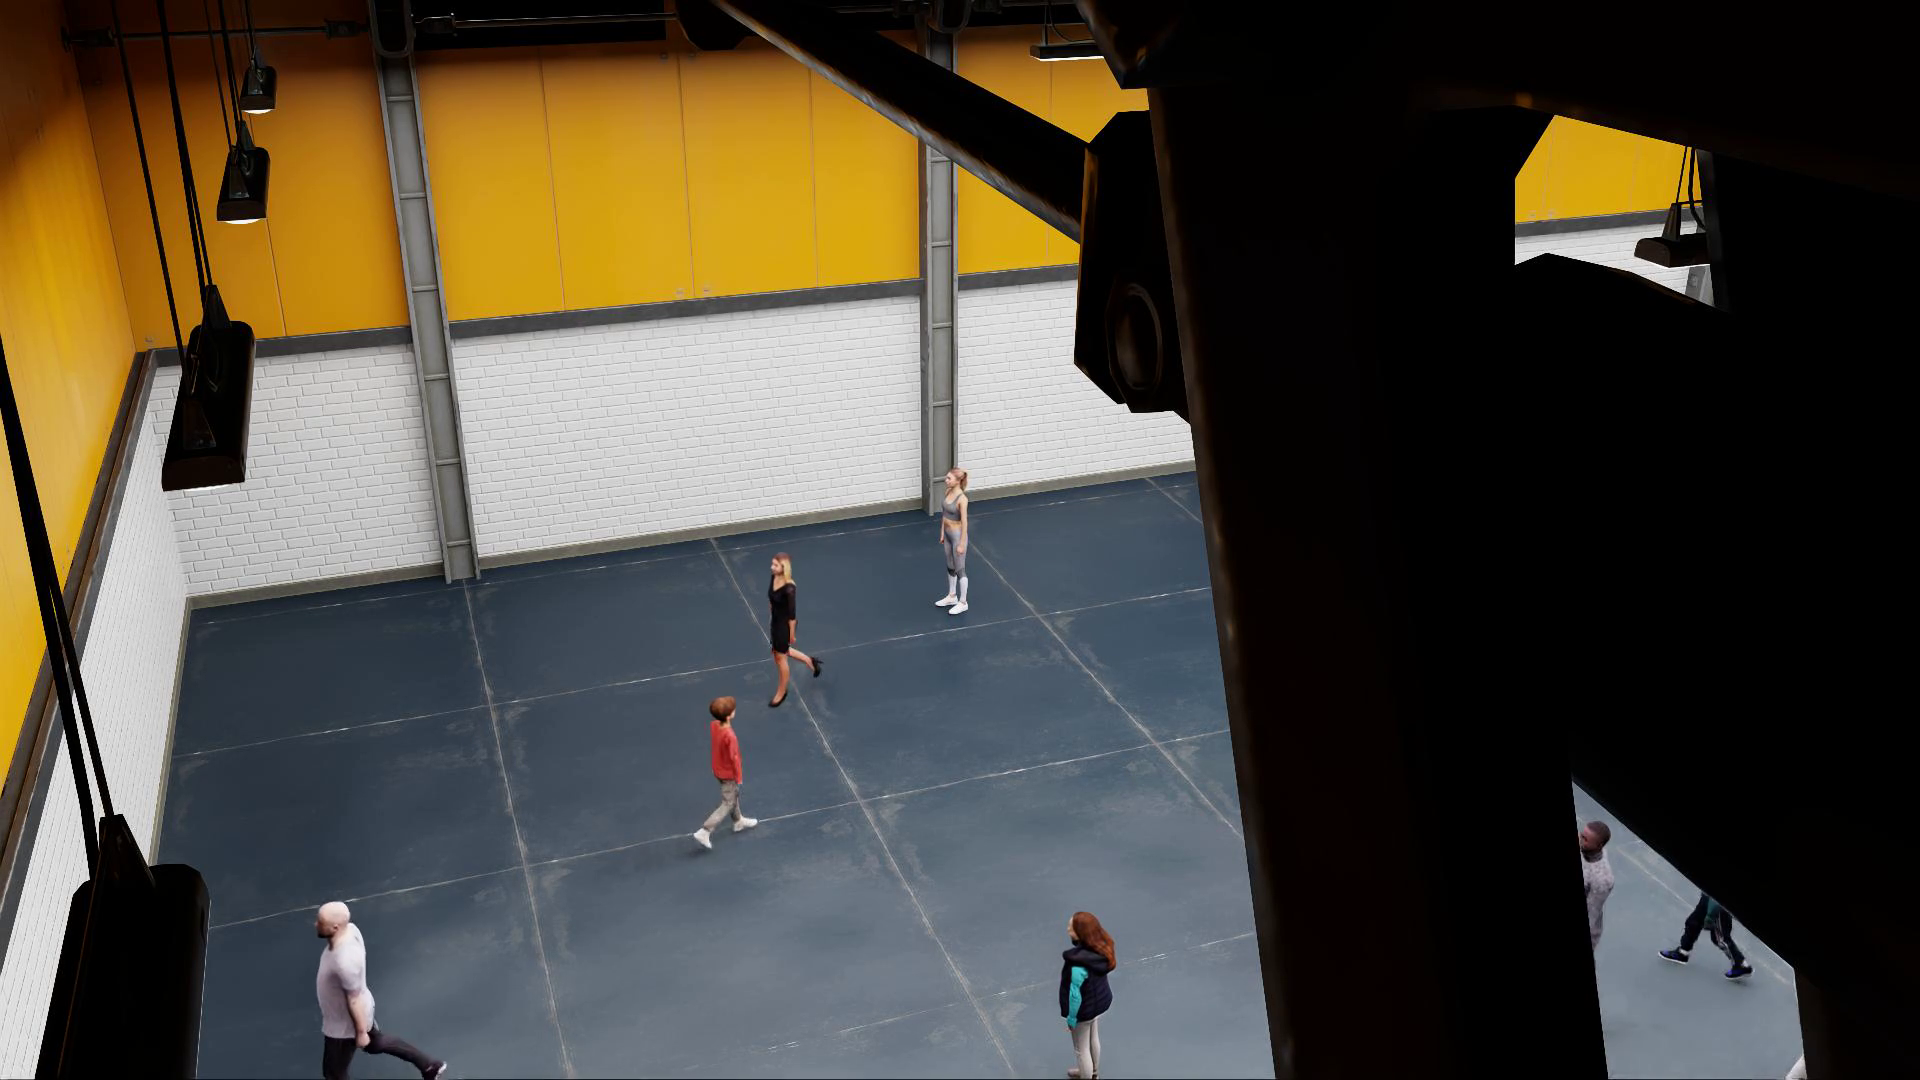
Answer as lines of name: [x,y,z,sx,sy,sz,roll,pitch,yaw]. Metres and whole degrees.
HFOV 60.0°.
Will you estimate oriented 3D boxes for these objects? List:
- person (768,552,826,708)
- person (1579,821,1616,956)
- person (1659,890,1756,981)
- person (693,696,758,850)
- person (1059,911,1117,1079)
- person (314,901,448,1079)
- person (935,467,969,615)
person: [-1.699,0.868,16.631,0.922,1.660,0.654,-13,27,-28]
person: [4.550,2.804,11.991,0.791,1.829,0.819,2,24,4]
person: [5.839,2.819,12.702,0.946,1.231,0.862,9,25,20]
person: [-2.076,2.010,14.345,0.948,1.396,0.686,-16,28,-33]
person: [0.873,3.198,11.500,0.734,1.500,0.675,10,26,22]
person: [-3.994,3.178,11.167,1.172,1.803,0.664,-8,25,-17]
person: [-0.052,-0.010,18.584,0.615,1.703,0.624,-15,28,-31]
